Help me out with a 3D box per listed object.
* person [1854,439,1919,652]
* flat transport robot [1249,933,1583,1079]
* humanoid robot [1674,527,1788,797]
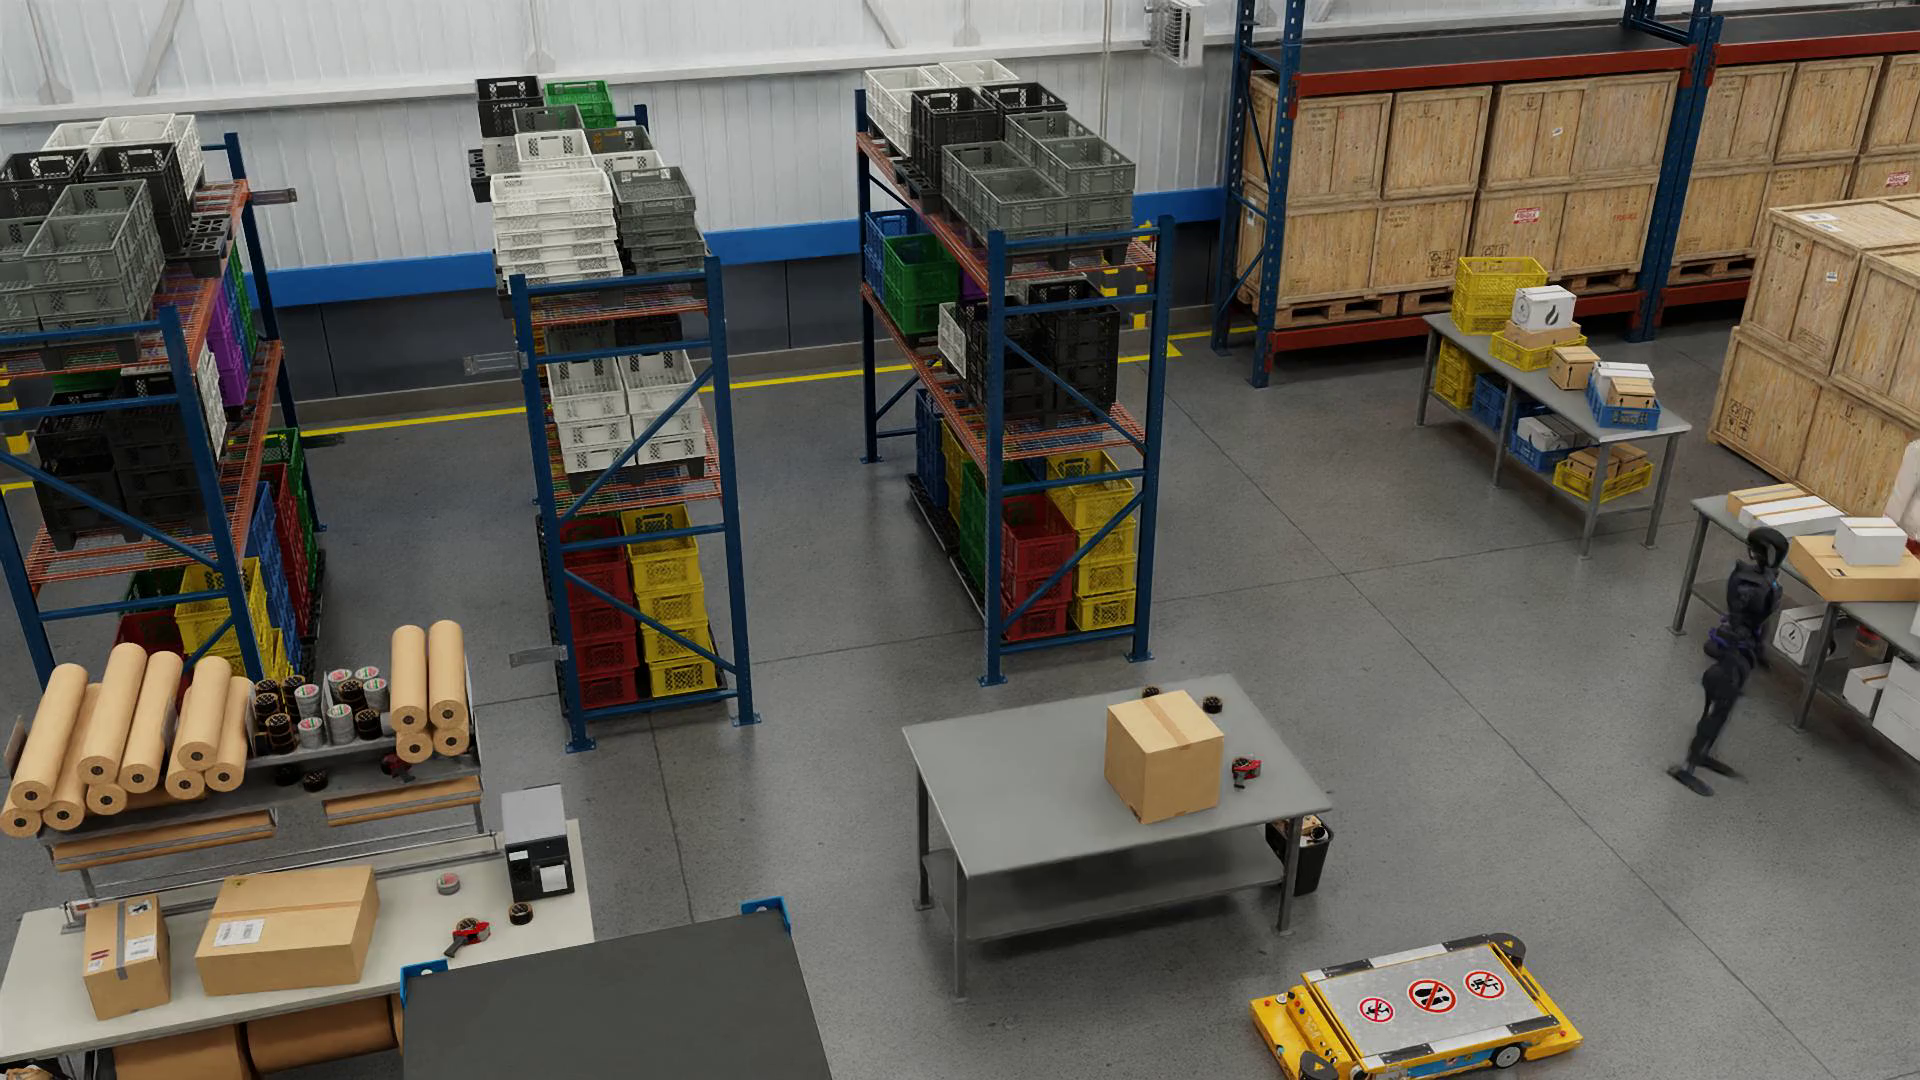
[{"bbox_3d":[6.164,-0.090,10.552,0.634,1.973,0.635,1,29,1],"label":"person"},{"bbox_3d":[2.184,2.282,7.980,1.431,0.197,0.652,-8,30,-14],"label":"flat transport robot"},{"bbox_3d":[4.414,0.679,9.466,0.341,1.667,0.589,24,37,37],"label":"humanoid robot"}]
